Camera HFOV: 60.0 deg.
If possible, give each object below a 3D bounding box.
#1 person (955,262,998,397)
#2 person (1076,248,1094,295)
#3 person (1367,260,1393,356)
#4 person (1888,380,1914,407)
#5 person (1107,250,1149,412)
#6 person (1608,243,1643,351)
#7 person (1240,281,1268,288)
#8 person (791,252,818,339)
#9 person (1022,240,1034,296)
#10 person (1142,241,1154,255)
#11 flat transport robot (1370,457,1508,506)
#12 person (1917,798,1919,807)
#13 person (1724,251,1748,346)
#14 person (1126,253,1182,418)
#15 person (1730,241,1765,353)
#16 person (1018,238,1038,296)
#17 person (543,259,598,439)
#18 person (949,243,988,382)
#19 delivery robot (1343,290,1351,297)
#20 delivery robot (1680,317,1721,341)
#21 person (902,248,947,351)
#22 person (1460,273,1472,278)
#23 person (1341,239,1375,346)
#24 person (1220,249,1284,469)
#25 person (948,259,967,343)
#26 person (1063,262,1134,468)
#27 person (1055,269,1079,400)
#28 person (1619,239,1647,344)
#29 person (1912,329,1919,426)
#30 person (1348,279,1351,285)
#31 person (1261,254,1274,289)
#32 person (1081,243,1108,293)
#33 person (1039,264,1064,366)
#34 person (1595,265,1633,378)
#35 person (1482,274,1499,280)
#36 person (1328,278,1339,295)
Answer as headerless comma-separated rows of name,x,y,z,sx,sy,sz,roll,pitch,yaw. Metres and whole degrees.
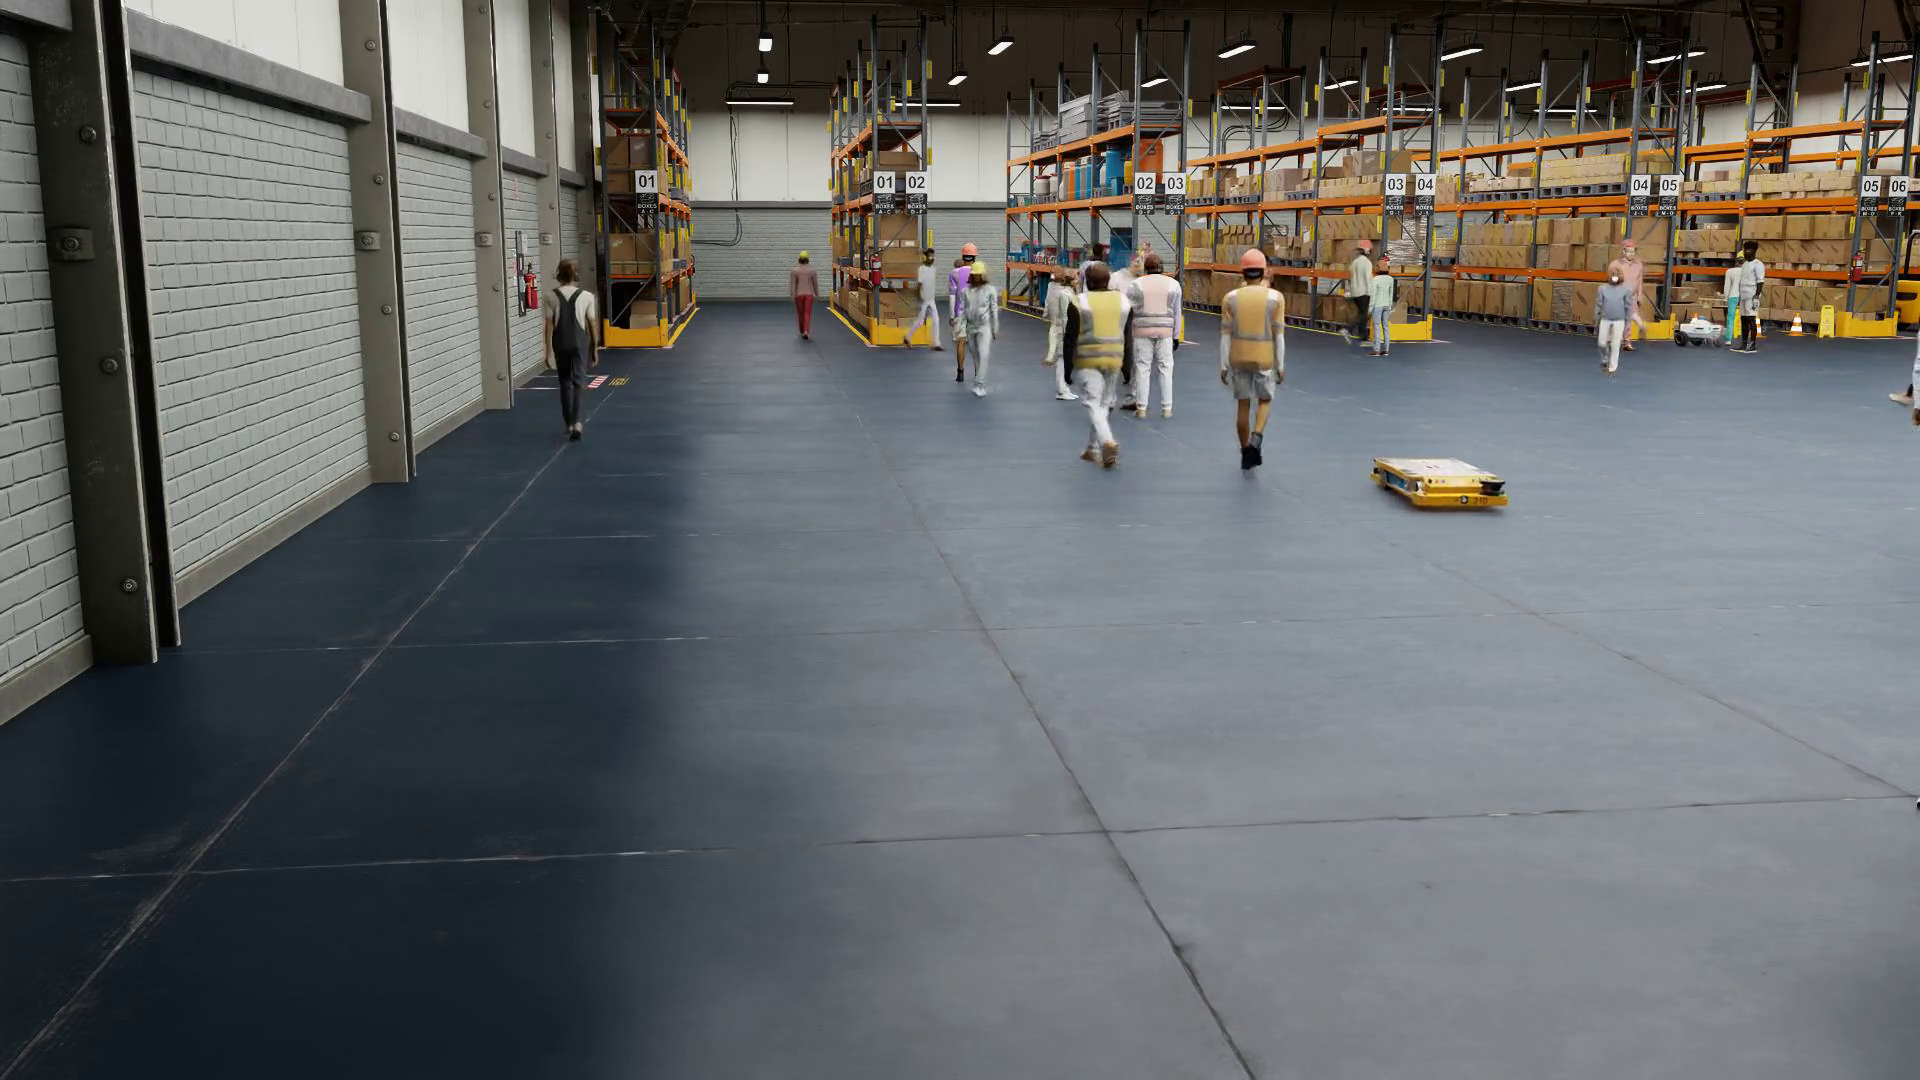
person,0.201,-2.655,21.074,0.497,1.700,0.873,4,11,23
person,2.585,-4.777,32.422,0.605,1.810,0.739,-2,11,-13
person,7.192,-3.969,28.468,0.508,1.632,0.265,-6,12,-30
person,11.535,-2.364,19.611,0.548,1.640,0.889,-7,12,-32
person,1.893,-2.401,19.240,0.768,1.873,0.397,-5,12,-27
person,11.805,-4.296,29.514,0.643,1.908,0.411,-1,10,-8
person,4.567,-3.533,26.193,0.527,1.591,0.873,-5,12,-27
person,-3.105,-4.881,33.218,0.538,1.724,0.891,0,10,-2
person,2.018,-7.915,49.288,0.371,1.931,0.629,-1,10,-3
person,5.530,-7.921,49.381,0.399,1.910,0.643,-3,11,-17
flat transport robot,3.724,-0.469,13.021,0.652,0.197,1.431,0,10,-1
person,3.665,0.039,5.682,0.364,1.930,0.588,-7,12,-33
person,14.529,-4.503,31.034,0.526,1.769,0.329,5,12,26
person,2.165,-2.287,18.688,0.623,1.841,0.430,0,10,-1
person,13.847,-4.269,29.199,0.363,1.963,0.612,0,10,-2
person,2.028,-7.786,48.400,1.007,2.008,0.622,-1,10,-7
person,-3.941,-1.937,16.857,0.517,1.807,0.958,-2,11,-11
person,0.123,-3.188,23.350,0.553,1.935,0.364,0,10,2
delivery robot,10.753,-6.676,46.012,0.477,0.478,0.707,-1,10,-7
delivery robot,13.636,-3.873,30.630,0.477,0.478,0.707,-5,12,-25
person,-0.640,-4.277,29.614,0.874,1.843,0.526,8,13,38
person,15.523,-8.290,51.376,0.934,1.938,0.624,10,14,43
person,7.388,-4.551,30.697,0.670,1.977,0.637,-2,11,-13
person,2.539,-1.563,14.479,0.567,1.922,0.482,3,11,16
person,0.017,-4.594,32.005,0.519,1.596,0.831,-1,10,-6
person,1.241,-1.545,14.718,0.633,1.814,0.854,-4,11,-20
person,1.343,-2.560,20.756,0.312,1.635,0.516,2,11,11
person,12.696,-4.688,31.472,0.622,1.973,0.626,-4,11,-20
person,7.064,-0.985,11.731,0.422,1.780,0.681,-6,12,-28
person,10.235,-6.694,42.361,0.607,2.024,0.610,-3,11,-14
person,6.483,-5.328,35.812,0.537,1.675,0.662,-3,11,-14
person,2.480,-4.368,29.911,0.554,1.900,0.632,-7,12,-34
person,1.582,-3.552,26.272,0.786,1.601,0.498,-6,12,-28
person,9.425,-3.151,24.008,0.501,1.624,0.379,5,12,27
person,14.794,-7.347,46.440,0.572,1.837,0.413,-5,11,-25
person,11.725,-8.409,51.974,0.379,1.940,0.629,-2,11,-11
